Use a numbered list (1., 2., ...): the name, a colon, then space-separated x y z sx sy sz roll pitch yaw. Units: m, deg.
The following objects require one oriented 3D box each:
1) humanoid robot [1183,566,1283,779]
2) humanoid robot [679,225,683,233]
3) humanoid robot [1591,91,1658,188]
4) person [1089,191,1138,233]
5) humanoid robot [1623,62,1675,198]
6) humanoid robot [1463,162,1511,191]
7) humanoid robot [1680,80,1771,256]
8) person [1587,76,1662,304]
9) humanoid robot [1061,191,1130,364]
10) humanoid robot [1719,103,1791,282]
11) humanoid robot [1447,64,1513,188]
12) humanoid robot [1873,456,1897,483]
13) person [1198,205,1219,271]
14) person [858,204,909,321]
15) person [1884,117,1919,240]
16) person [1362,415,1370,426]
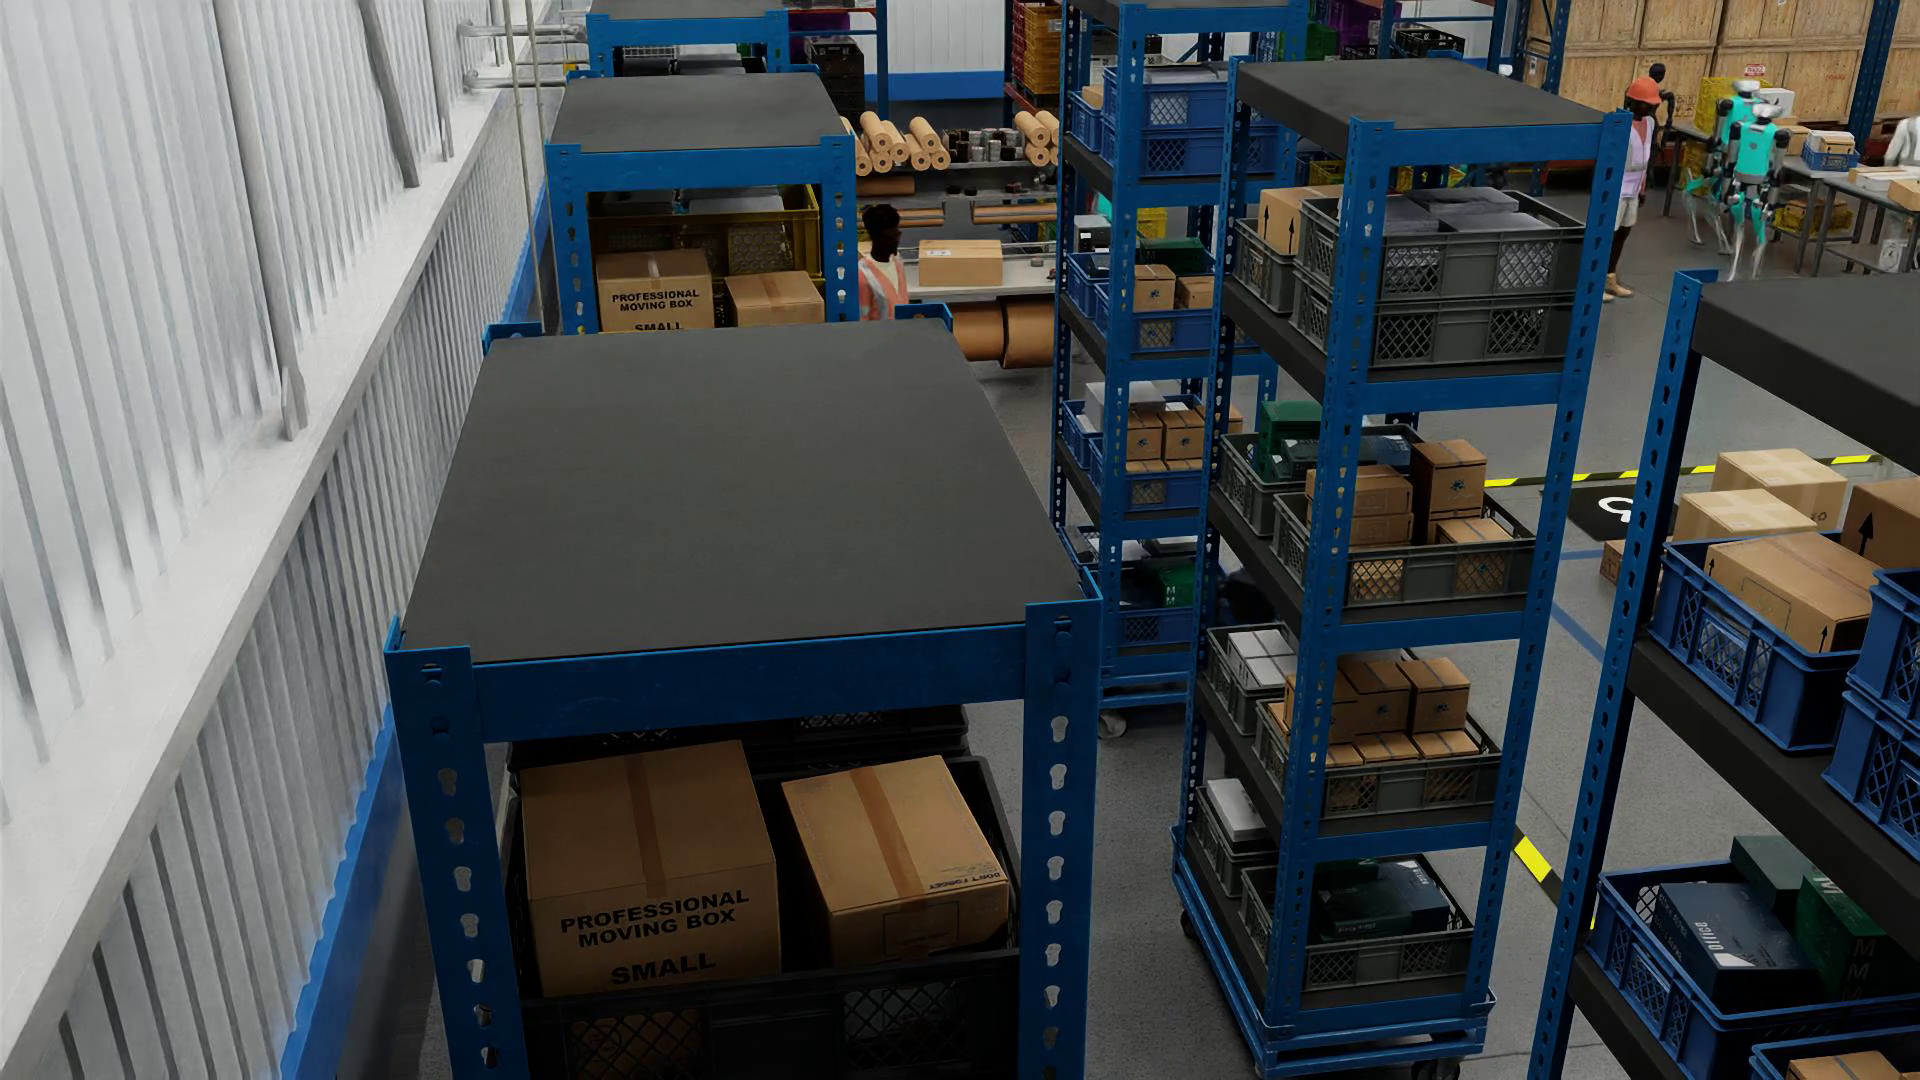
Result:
1. humanoid robot: 1.309 0.648 7.220 0.638 1.640 0.398 -12 27 -24
2. humanoid robot: -2.519 -3.165 15.512 0.630 1.625 0.501 -3 25 -7
3. humanoid robot: 6.723 -3.763 16.801 0.610 1.632 0.599 10 26 20
4. person: 1.268 -2.490 13.850 0.404 1.824 0.586 2 25 5
5. humanoid robot: 7.356 -4.330 18.033 0.593 1.639 0.526 16 29 31
6. humanoid robot: 5.286 -3.666 16.600 0.606 1.656 0.355 -19 31 -35
7. humanoid robot: 7.611 -3.746 16.659 0.541 1.734 0.940 -4 25 -8
8. person: 6.032 -3.162 15.069 0.608 2.033 0.404 -17 30 -33
9. humanoid robot: 1.016 -2.298 13.512 0.854 1.734 0.562 -12 27 -24
10. humanoid robot: 7.404 -3.149 15.498 0.541 1.874 0.748 23 33 40
11. humanoid robot: 5.366 -4.115 17.428 0.530 1.747 0.691 -19 31 -35
12. humanoid robot: 6.421 -1.044 10.876 0.841 1.822 0.535 -14 28 -28
13. person: 2.414 -3.393 15.793 0.431 1.844 0.623 -8 26 -17
14. person: -0.511 -1.244 10.974 0.368 1.966 0.603 11 27 23
15. person: 8.980 -3.322 15.646 0.607 1.854 0.546 6 25 12
16. person: 1.784 0.190 7.989 0.597 1.851 0.377 0 25 0
